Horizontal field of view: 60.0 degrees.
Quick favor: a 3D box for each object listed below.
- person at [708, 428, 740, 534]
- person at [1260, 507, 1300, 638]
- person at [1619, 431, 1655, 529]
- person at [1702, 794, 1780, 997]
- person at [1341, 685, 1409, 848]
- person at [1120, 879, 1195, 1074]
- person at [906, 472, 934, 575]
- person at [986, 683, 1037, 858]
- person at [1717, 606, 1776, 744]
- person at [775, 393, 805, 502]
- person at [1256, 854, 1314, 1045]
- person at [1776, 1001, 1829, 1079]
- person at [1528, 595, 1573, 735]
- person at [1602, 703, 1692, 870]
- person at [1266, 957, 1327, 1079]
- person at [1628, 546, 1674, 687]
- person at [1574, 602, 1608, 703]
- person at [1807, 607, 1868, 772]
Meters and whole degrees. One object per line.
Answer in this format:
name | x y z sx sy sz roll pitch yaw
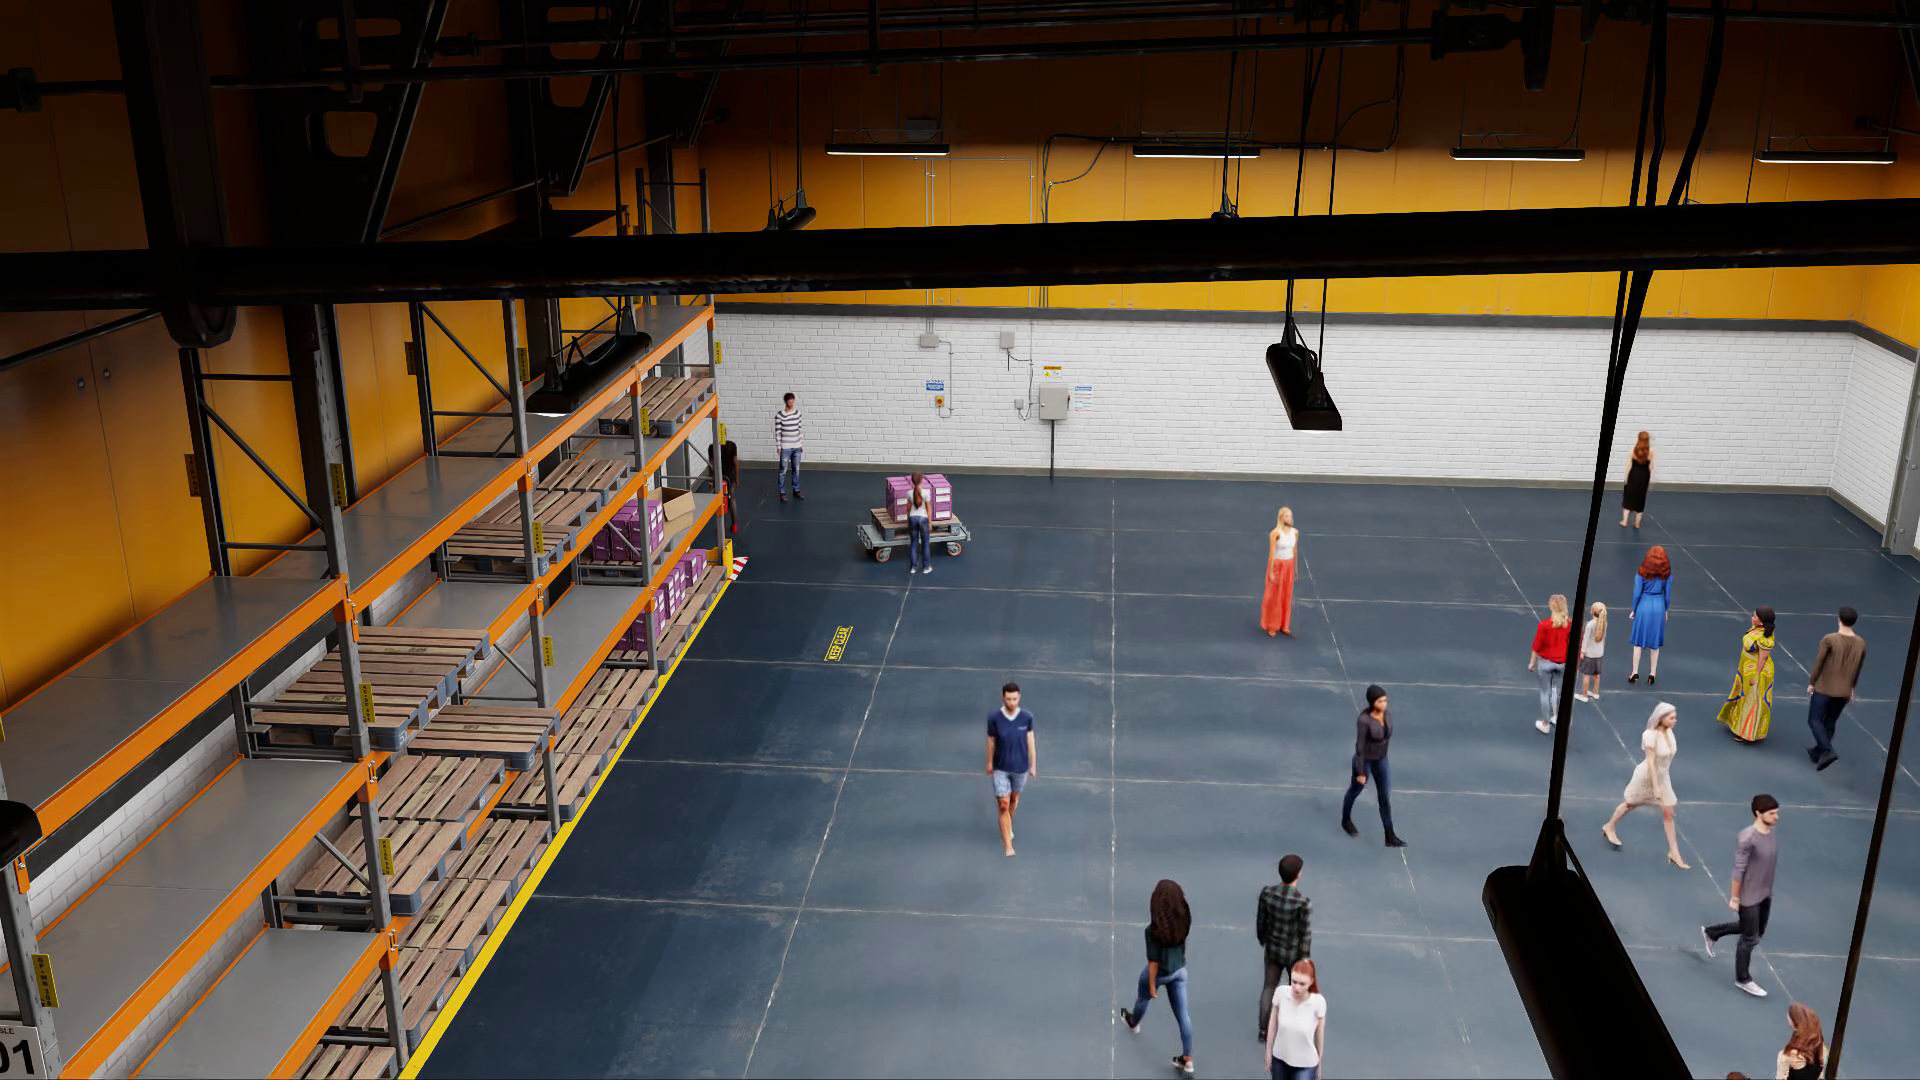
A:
person | -3.797 -0.979 26.684 0.721 1.803 0.708 -9 20 -24
person | 4.353 0.416 22.544 0.727 1.802 0.747 -9 21 -25
person | 11.016 -0.972 26.945 0.589 1.622 0.598 3 19 10
person | 6.898 3.062 14.636 1.011 1.833 1.099 -12 22 -32
person | 4.153 2.287 17.131 1.021 1.710 1.184 -10 21 -28
person | 1.742 3.576 13.537 1.038 1.560 1.204 -12 22 -31
person | -0.614 -0.277 24.977 0.568 1.562 0.554 5 19 13
person | 0.502 2.277 17.017 0.818 1.801 1.172 -3 19 -8
person | 9.295 1.539 19.430 0.939 1.661 0.742 4 19 11
person | -2.924 -1.618 28.504 0.725 1.853 0.733 -10 21 -27
person | 2.710 3.474 14.014 0.992 1.682 1.180 11 22 30
person | 5.946 4.121 11.705 0.795 1.698 1.179 -2 19 -6
person | 6.987 1.490 19.525 0.687 1.693 0.662 -4 19 -12
person | 6.855 2.436 16.740 1.109 1.676 1.219 -13 23 -34
person | 2.529 3.858 12.451 0.829 1.720 1.104 9 21 25
person | 8.660 0.959 20.894 0.637 1.825 0.609 4 19 12
person | 7.819 1.371 20.534 0.602 1.274 0.647 -10 21 -27
person | 9.813 1.710 18.617 0.728 1.855 0.971 -1 19 -2
